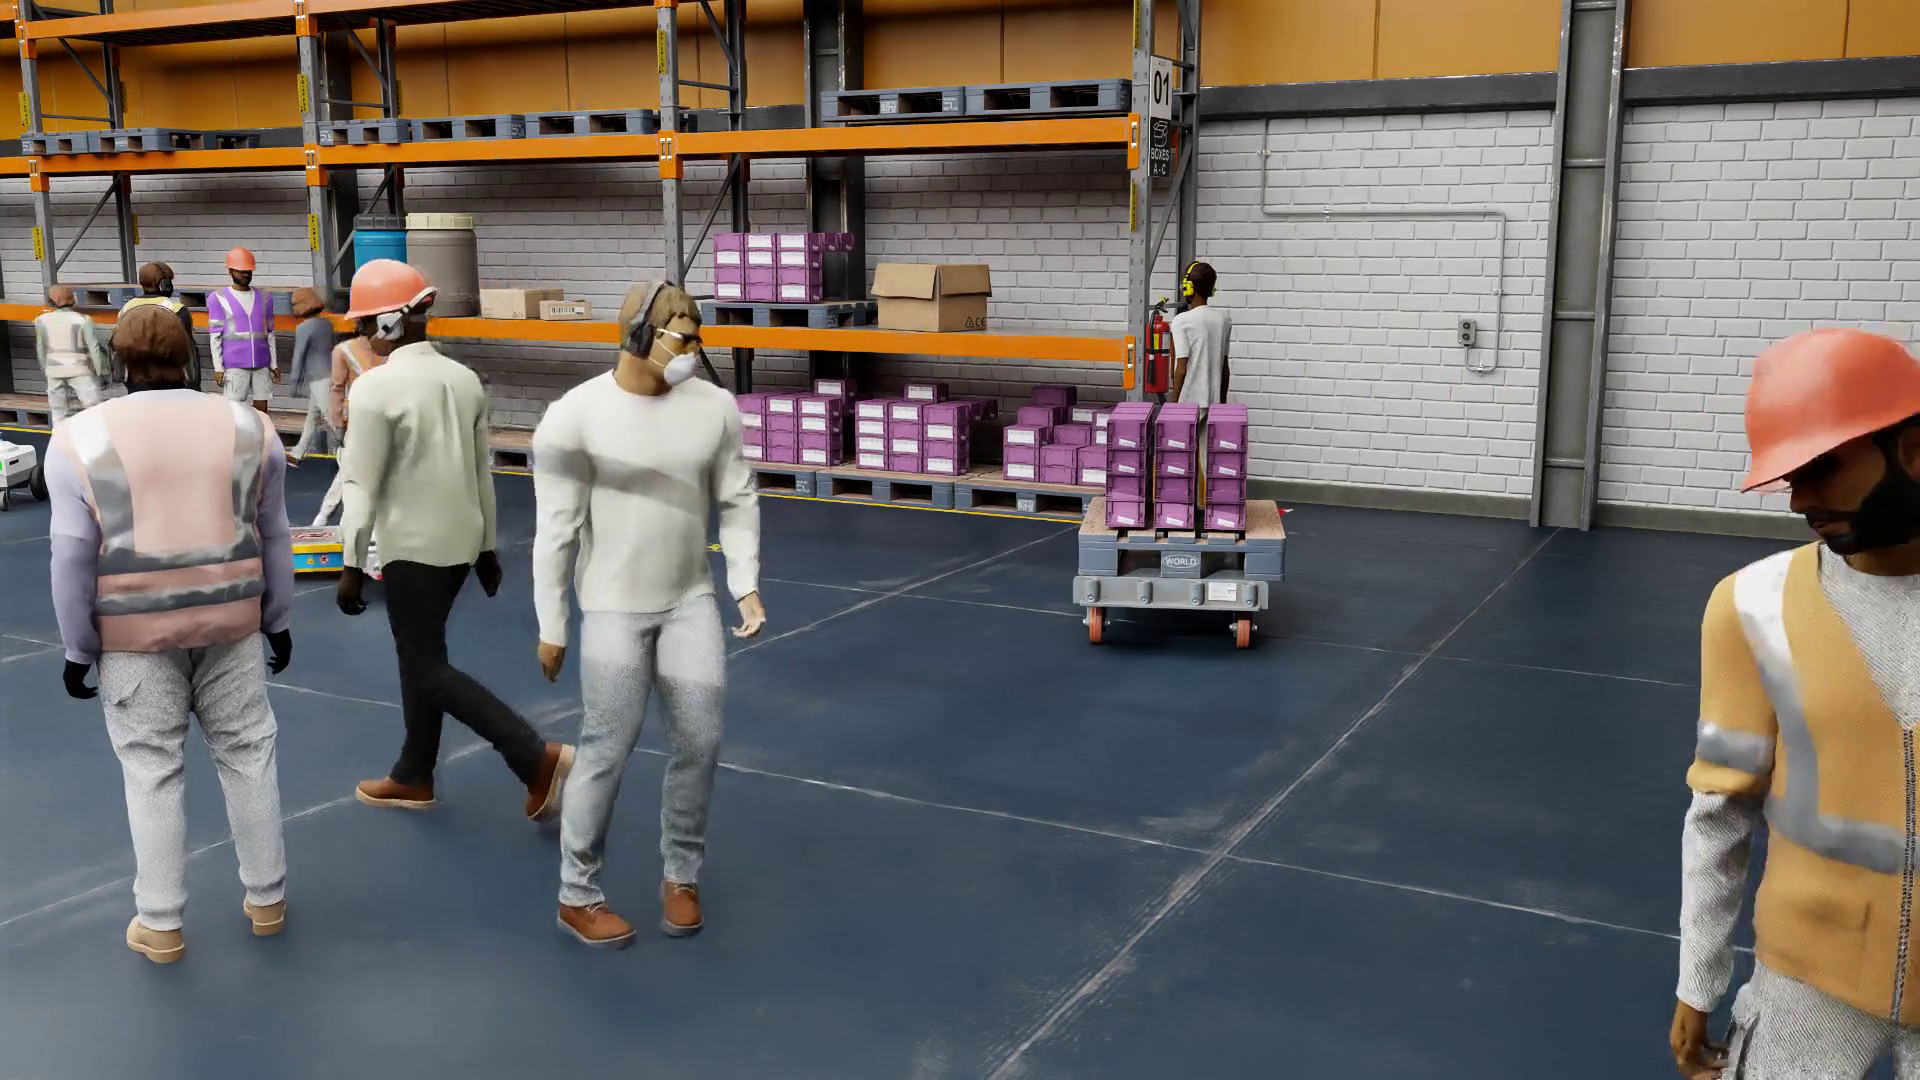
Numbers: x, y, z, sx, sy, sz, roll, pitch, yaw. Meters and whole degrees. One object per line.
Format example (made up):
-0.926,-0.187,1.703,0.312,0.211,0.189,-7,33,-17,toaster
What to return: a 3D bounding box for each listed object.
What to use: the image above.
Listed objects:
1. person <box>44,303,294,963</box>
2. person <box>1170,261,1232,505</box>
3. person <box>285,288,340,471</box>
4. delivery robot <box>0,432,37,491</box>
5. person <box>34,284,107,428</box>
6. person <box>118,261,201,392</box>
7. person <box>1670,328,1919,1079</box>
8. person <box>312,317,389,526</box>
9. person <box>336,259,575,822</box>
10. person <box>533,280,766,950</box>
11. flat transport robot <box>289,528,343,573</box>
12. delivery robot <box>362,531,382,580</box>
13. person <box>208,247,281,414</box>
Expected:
-2.206,0.260,4.698,0.634,1.839,0.429,-8,13,-38,person
1.509,-0.841,10.653,0.538,1.869,0.312,-8,13,-37,person
-5.558,-1.367,14.307,0.890,1.574,0.513,2,10,8,person
-7.247,-0.570,12.514,0.477,0.478,0.707,-2,11,-9,delivery robot
-7.750,-1.442,14.657,0.739,1.611,0.319,0,10,-1,person
-5.817,-1.112,12.214,0.627,1.846,0.429,3,11,17,person
1.385,0.639,2.503,0.601,1.893,0.447,6,12,29,person
-3.933,-0.763,10.916,0.633,1.616,0.541,9,14,40,person
-1.739,0.030,5.657,0.886,1.962,0.626,3,11,17,person
-0.861,0.219,4.760,0.646,1.902,0.527,-9,13,-40,person
-3.830,0.060,10.095,1.431,0.197,0.652,-2,11,-11,flat transport robot
-3.278,-0.012,9.457,0.477,0.478,0.707,-2,11,-13,delivery robot
-6.023,-1.496,14.065,0.552,1.933,0.372,-10,14,-44,person
